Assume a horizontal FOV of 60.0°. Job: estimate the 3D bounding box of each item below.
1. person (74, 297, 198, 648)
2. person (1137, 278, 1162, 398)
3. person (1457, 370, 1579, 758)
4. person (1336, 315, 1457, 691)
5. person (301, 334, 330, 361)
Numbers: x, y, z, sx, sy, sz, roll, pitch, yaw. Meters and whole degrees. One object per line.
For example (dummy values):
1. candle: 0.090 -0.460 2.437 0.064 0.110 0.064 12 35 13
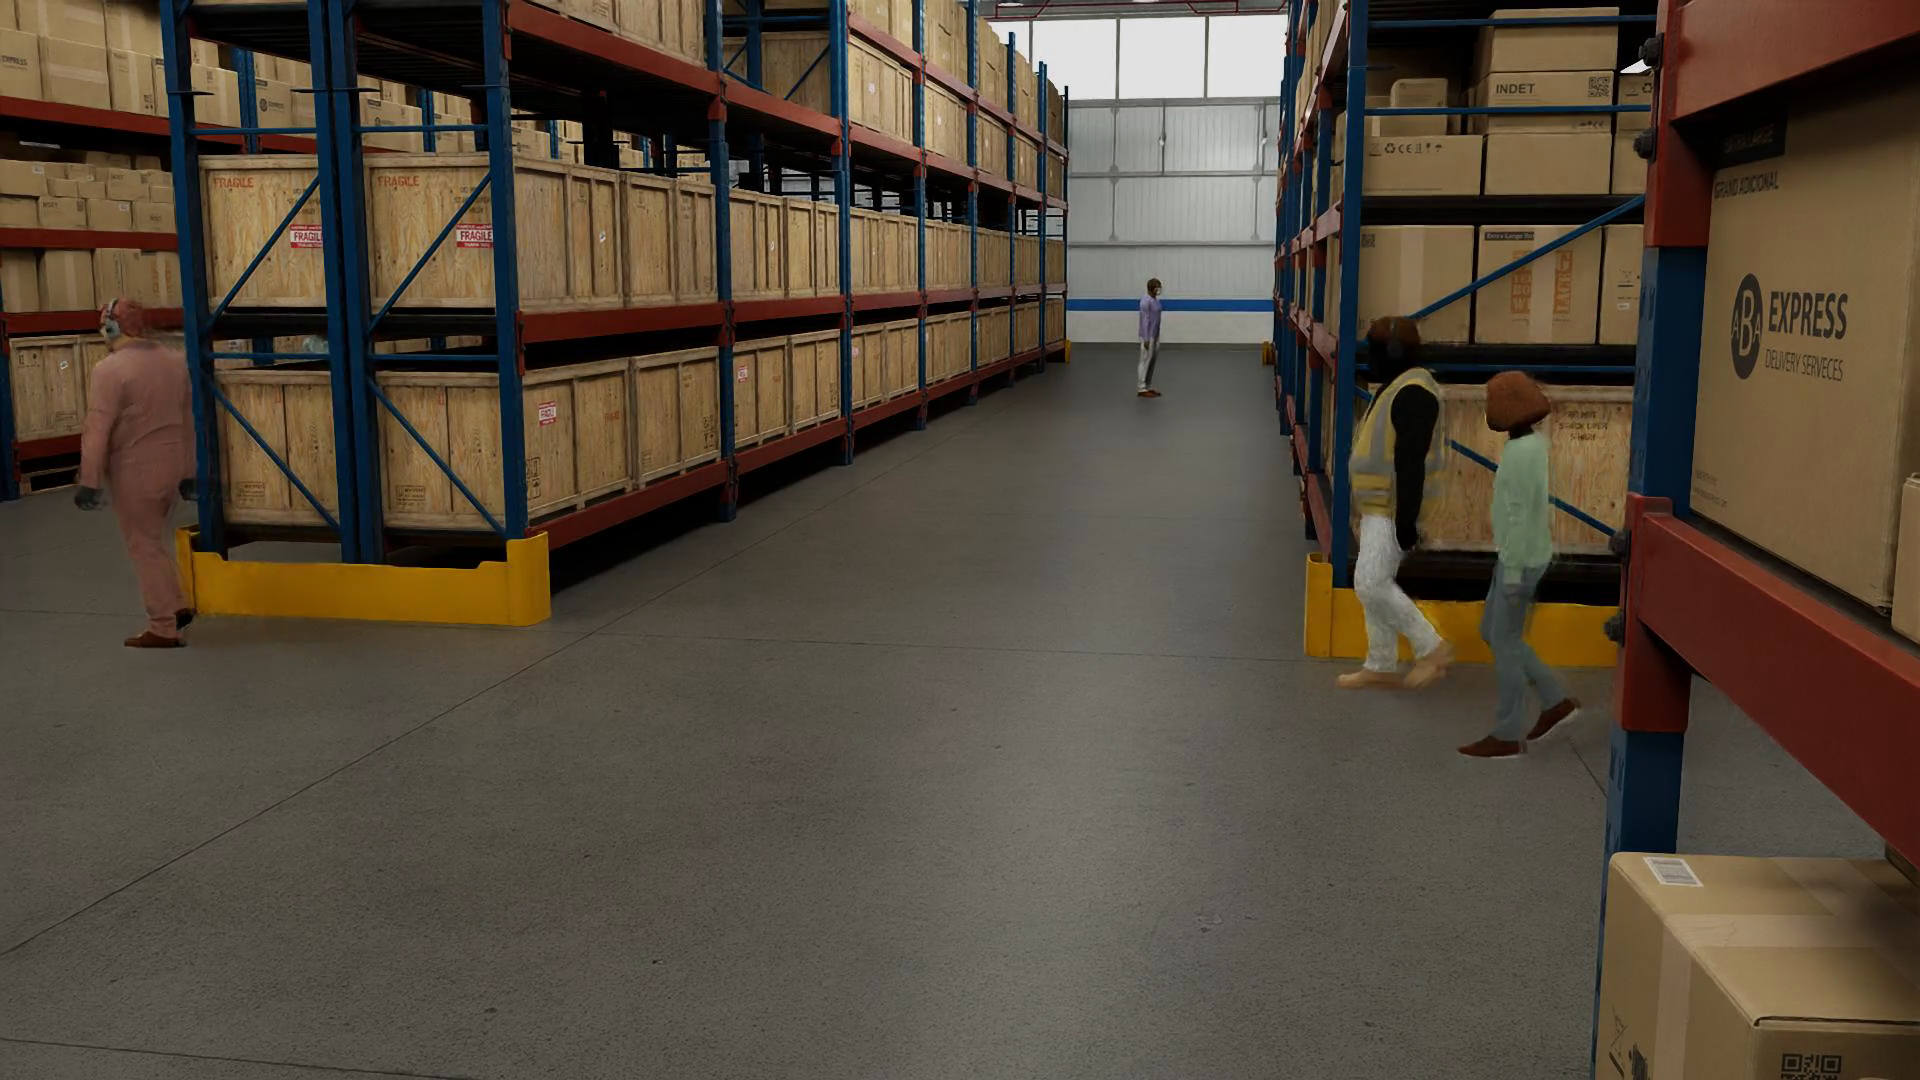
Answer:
1. person: -4.411 -0.348 8.923 0.458 1.885 0.639 1 9 7
2. person: 3.076 -3.255 26.850 0.377 1.930 0.635 4 10 26
3. person: 2.347 0.109 6.911 0.412 1.617 0.554 3 10 20
4. person: 2.065 -0.148 7.888 0.452 1.816 0.653 1 9 5
5. person: -6.078 -1.402 16.054 0.488 1.701 0.906 -1 9 -8
